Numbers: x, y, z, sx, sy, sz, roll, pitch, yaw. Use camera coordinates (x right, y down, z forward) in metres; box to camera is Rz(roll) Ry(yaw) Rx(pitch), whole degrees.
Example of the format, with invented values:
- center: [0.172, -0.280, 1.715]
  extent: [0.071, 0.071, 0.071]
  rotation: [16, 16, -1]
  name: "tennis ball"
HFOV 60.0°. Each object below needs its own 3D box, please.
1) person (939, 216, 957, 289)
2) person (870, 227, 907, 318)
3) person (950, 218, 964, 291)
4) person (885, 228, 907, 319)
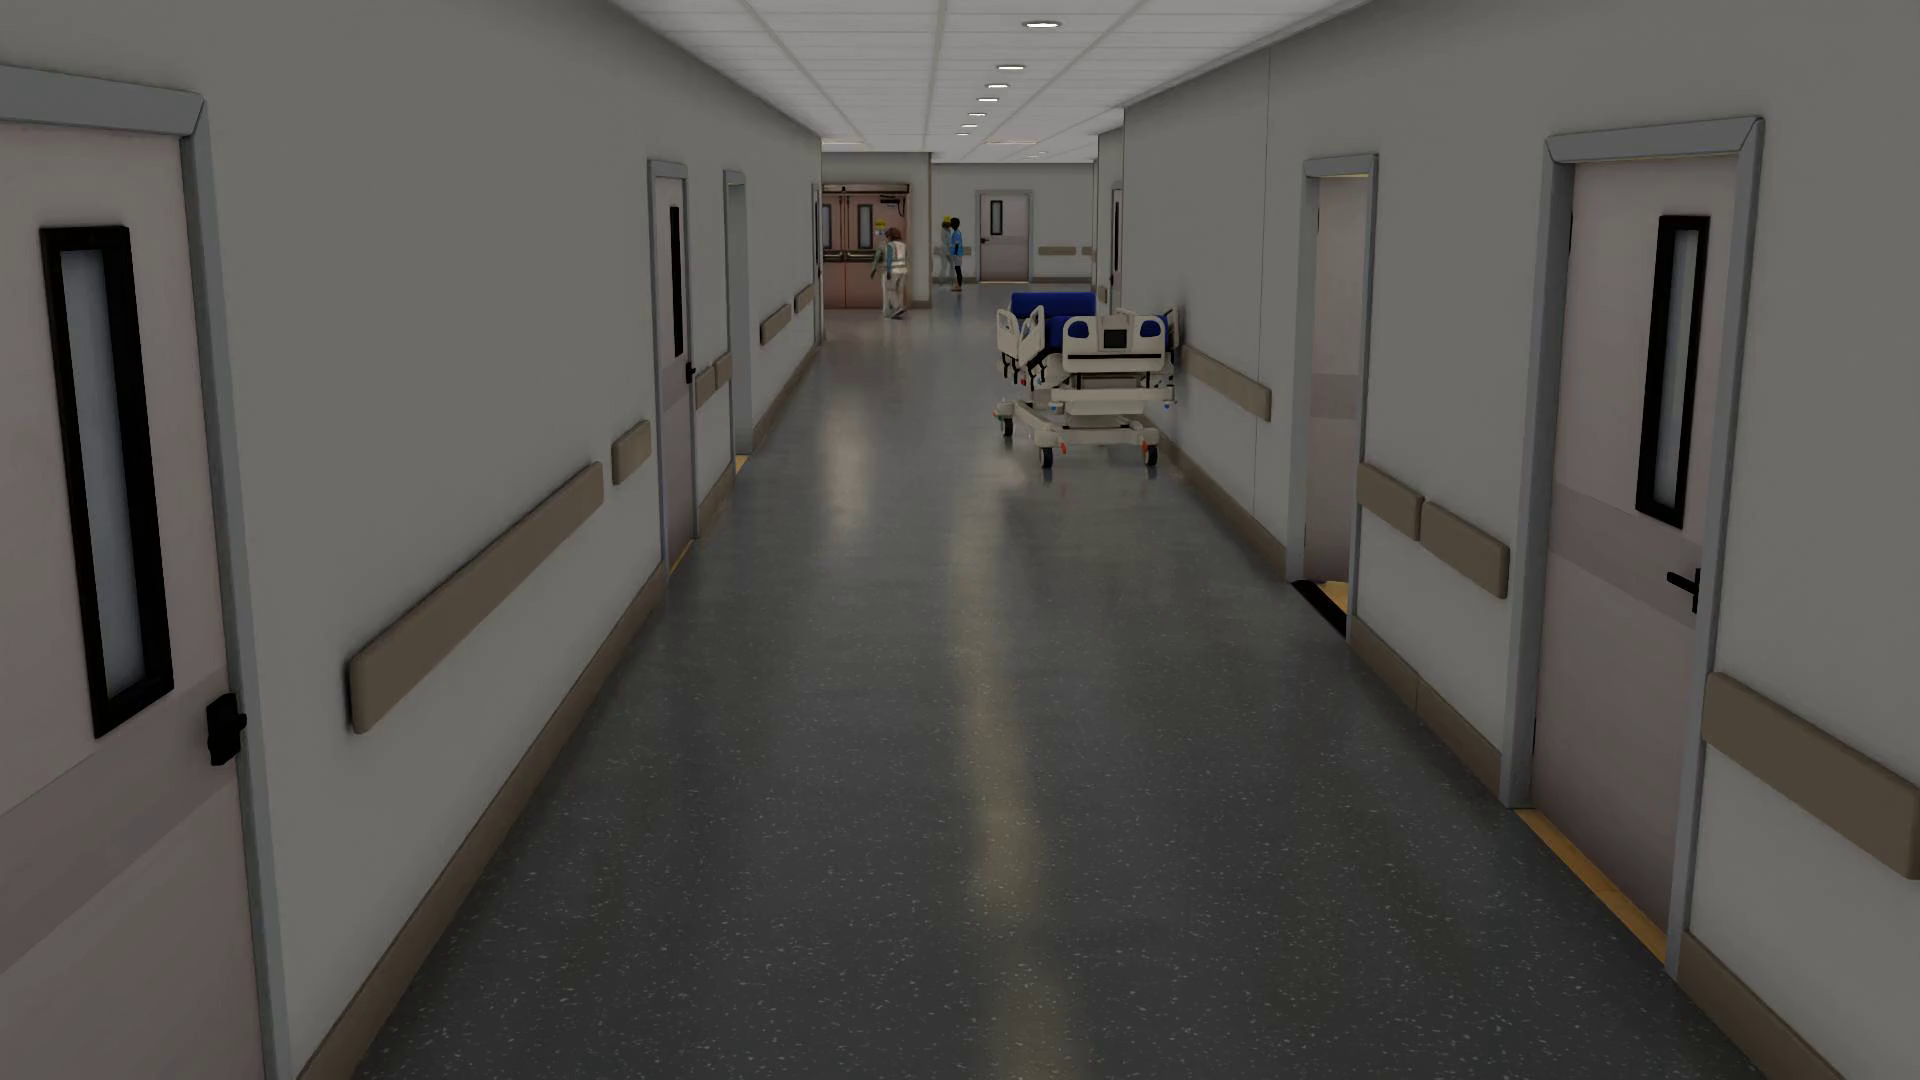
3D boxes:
- center: [-0.244, -6.845, 39.619]
  extent: [0.602, 1.722, 0.502]
  rotation: [4, 12, 18]
  name: "person"
- center: [-1.275, -4.802, 29.931]
  extent: [0.660, 1.626, 0.346]
  rotation: [0, 12, -1]
  name: "person"
- center: [-0.082, -6.623, 38.601]
  extent: [0.320, 1.698, 0.538]
  rotation: [1, 12, 5]
  name: "person"
- center: [-1.138, -4.732, 29.564]
  extent: [0.380, 1.617, 0.545]
  rotation: [10, 15, 39]
  name: "person"
